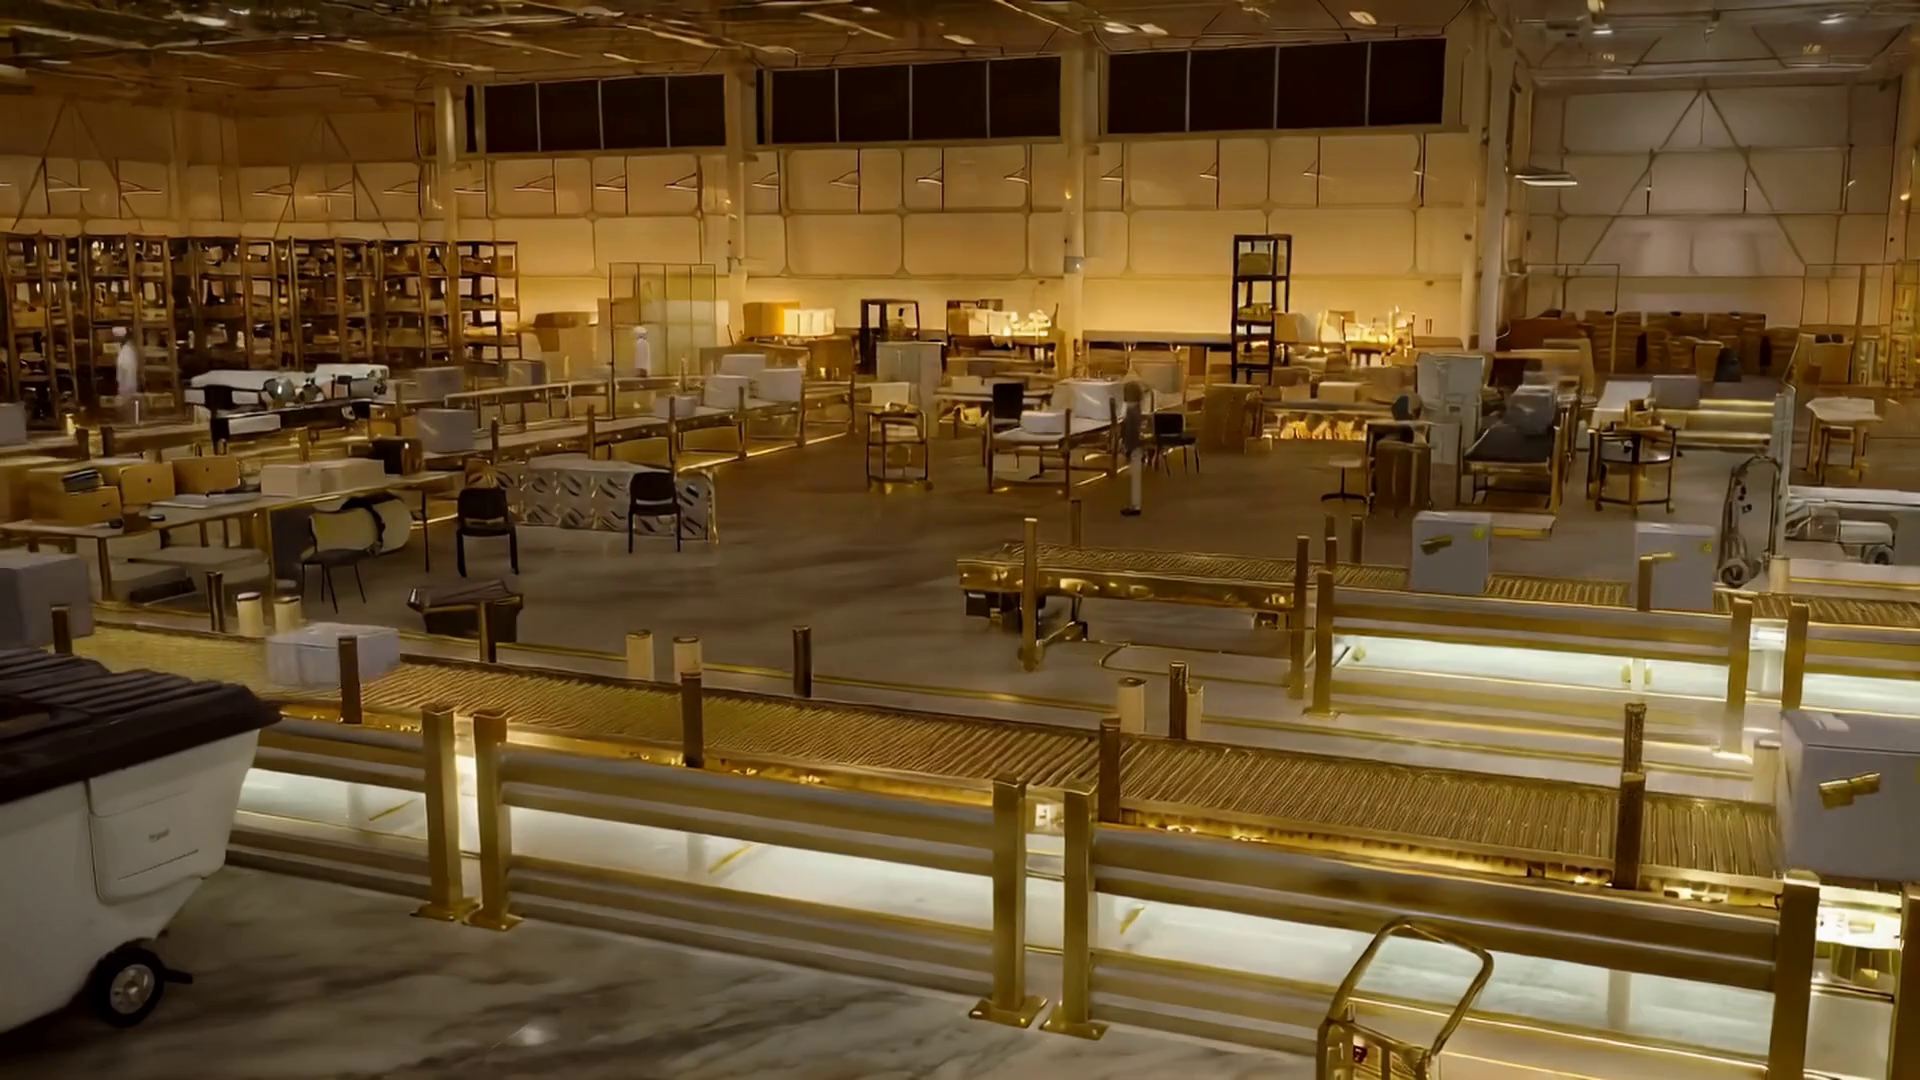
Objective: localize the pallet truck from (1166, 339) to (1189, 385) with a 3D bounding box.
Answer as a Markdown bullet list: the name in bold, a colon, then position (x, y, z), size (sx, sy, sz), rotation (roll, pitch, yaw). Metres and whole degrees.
- **pallet truck**: position (5.418, -4.269, 40.420), size (0.704, 1.261, 1.522), rotation (3, 10, 20)

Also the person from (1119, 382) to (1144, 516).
- **person**: position (2.083, -1.106, 20.211), size (0.279, 1.634, 0.498), rotation (1, 9, 8)

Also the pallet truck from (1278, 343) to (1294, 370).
- **pallet truck**: position (7.886, -4.163, 39.743), size (0.653, 1.274, 1.630), rotation (4, 10, 22)

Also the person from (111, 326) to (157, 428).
- **person**: position (-14.348, -2.697, 28.787), size (0.946, 2.003, 0.634), rotation (-3, 10, -16)

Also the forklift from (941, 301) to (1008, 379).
- **forklift**: position (0.365, -4.966, 41.571), size (1.157, 1.987, 2.680), rotation (3, 10, 20)

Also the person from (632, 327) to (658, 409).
- **person**: position (-6.713, -3.668, 35.458), size (0.547, 1.712, 0.894), rotation (6, 11, 31)

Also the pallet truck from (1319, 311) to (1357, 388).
- **pallet truck**: position (9.071, -4.419, 39.190), size (0.823, 1.965, 1.885), rotation (5, 10, 26)

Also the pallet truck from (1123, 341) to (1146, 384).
- **pallet truck**: position (4.445, -4.380, 41.279), size (0.680, 1.201, 1.601), rotation (4, 10, 22)

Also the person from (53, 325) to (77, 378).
- **person**: position (-19.516, -3.916, 36.160), size (0.623, 1.989, 0.400), rotation (0, 9, 0)

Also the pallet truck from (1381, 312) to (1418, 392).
- **pallet truck**: position (10.207, -4.283, 38.369), size (0.823, 1.965, 1.885), rotation (3, 10, 20)

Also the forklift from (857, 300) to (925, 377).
- **forklift**: position (-1.732, -5.109, 42.468), size (1.157, 1.987, 2.680), rotation (4, 10, 22)
